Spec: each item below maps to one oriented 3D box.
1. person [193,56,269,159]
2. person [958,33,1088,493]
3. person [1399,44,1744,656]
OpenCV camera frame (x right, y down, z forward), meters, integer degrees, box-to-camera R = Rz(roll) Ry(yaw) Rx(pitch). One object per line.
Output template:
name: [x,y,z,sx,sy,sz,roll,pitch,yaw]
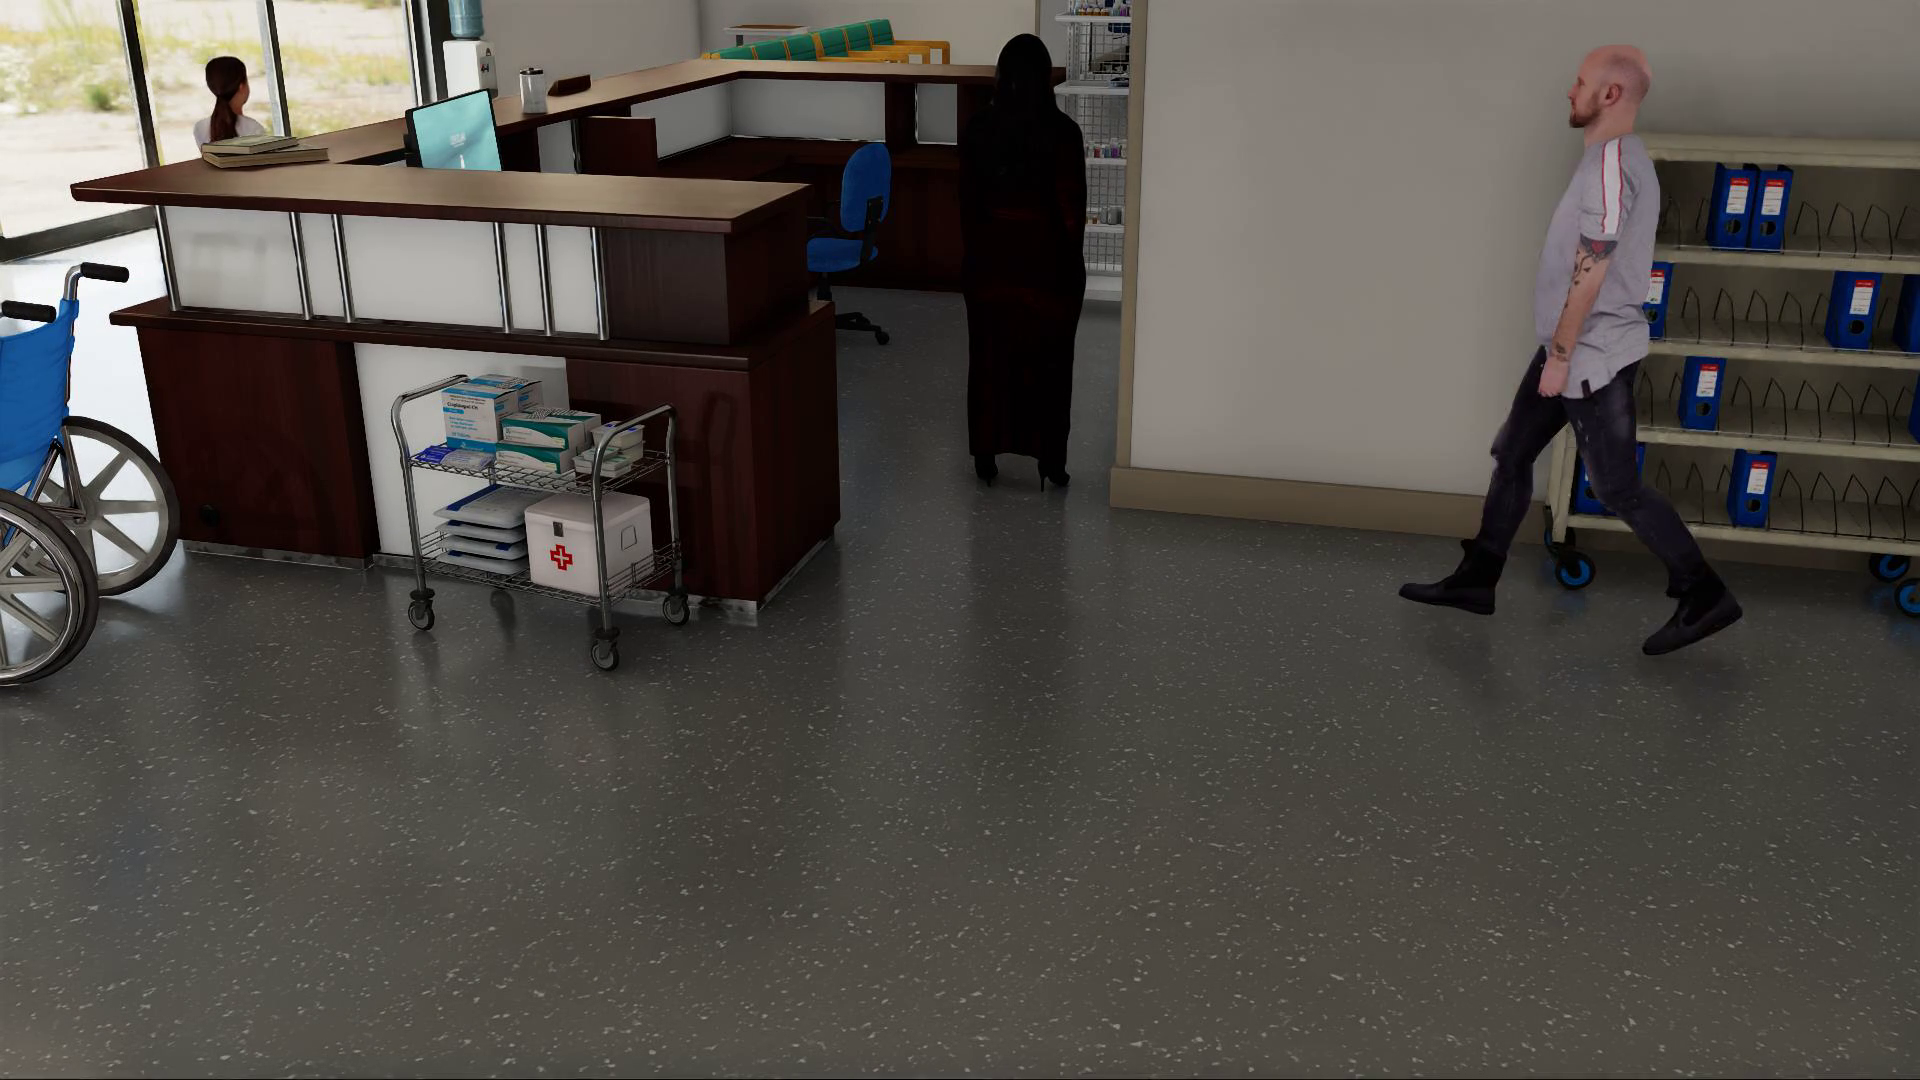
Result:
person: [-3.447,-1.469,7.889,1.044,1.520,0.734,2,21,4]
person: [0.241,-1.055,6.461,0.541,1.757,0.725,7,22,18]
person: [1.987,-0.518,4.977,1.278,1.804,0.771,7,22,18]
